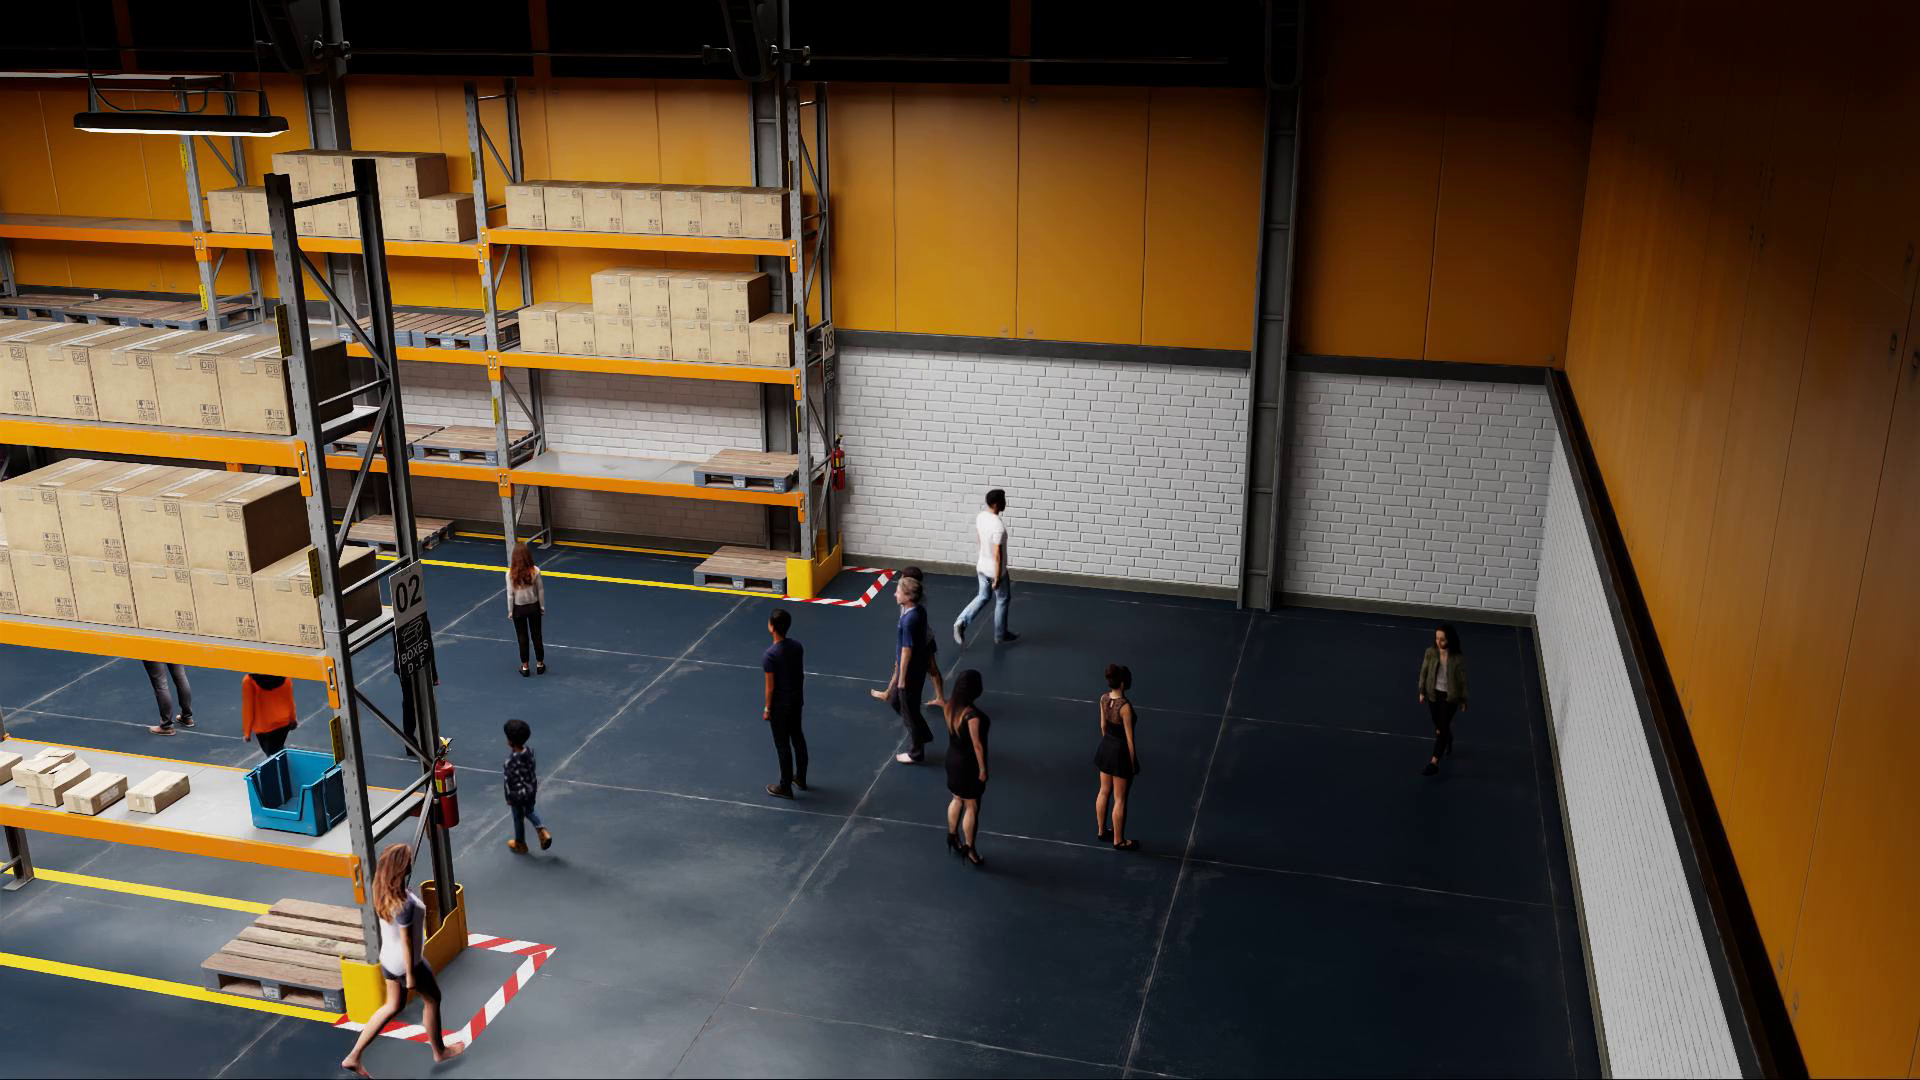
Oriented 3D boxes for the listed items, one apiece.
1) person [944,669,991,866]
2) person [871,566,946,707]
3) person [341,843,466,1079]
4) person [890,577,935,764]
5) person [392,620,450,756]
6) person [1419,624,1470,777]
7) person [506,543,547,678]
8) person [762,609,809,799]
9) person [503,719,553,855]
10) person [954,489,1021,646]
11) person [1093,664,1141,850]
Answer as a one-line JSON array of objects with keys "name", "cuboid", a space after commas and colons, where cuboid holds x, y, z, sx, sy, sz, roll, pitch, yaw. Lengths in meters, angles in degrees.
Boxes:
[{"name": "person", "cuboid": [0.048, 1.899, 13.972, 0.805, 1.713, 0.739, -11, 22, -30]}, {"name": "person", "cuboid": [-0.357, 1.013, 16.898, 1.008, 1.524, 0.620, 7, 20, 19]}, {"name": "person", "cuboid": [-3.820, 2.859, 11.145, 1.033, 1.698, 1.071, -16, 24, -38]}, {"name": "person", "cuboid": [-0.361, 1.234, 15.720, 0.707, 1.857, 0.718, 2, 19, 6]}, {"name": "person", "cuboid": [-5.198, 1.223, 15.849, 0.629, 1.797, 0.804, 12, 22, 31]}, {"name": "person", "cuboid": [4.598, 1.461, 15.692, 1.047, 1.446, 0.975, 15, 24, 37]}, {"name": "person", "cuboid": [-4.631, 0.737, 17.780, 0.597, 1.484, 0.678, -7, 20, -21]}, {"name": "person", "cuboid": [-1.581, 1.473, 15.111, 0.682, 1.793, 0.714, 14, 23, 36]}, {"name": "person", "cuboid": [-3.680, 2.105, 14.097, 0.767, 1.243, 0.627, 12, 22, 32]}, {"name": "person", "cuboid": [0.284, 0.332, 18.438, 1.123, 1.832, 1.092, -12, 22, -31]}, {"name": "person", "cuboid": [1.340, 1.834, 14.226, 0.739, 1.674, 0.673, -12, 22, -31]}]
